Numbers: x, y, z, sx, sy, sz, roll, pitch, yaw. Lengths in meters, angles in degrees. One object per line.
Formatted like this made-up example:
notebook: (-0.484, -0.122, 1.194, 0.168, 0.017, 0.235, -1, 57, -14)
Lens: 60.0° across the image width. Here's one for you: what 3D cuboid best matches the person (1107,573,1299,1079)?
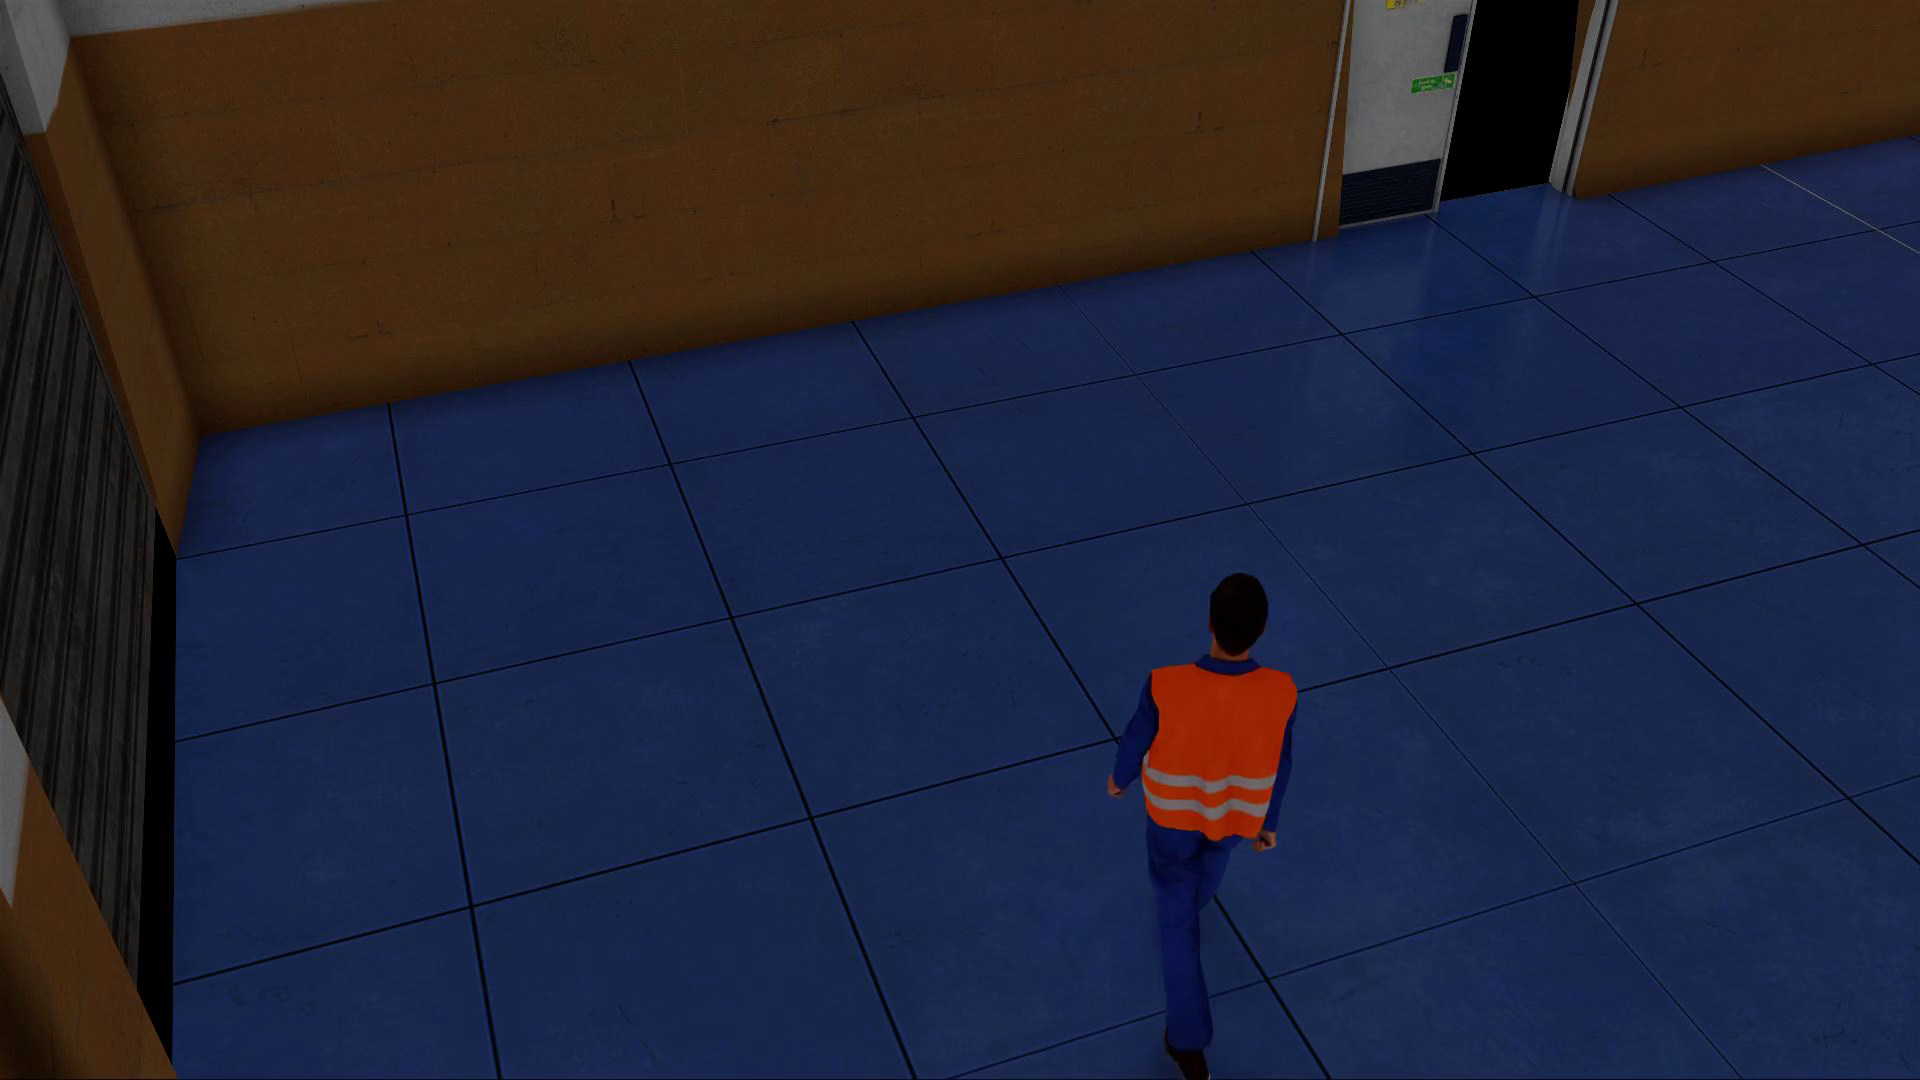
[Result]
person: (0.778, 0.956, 5.356, 0.924, 1.823, 1.297, -2, 37, -3)
